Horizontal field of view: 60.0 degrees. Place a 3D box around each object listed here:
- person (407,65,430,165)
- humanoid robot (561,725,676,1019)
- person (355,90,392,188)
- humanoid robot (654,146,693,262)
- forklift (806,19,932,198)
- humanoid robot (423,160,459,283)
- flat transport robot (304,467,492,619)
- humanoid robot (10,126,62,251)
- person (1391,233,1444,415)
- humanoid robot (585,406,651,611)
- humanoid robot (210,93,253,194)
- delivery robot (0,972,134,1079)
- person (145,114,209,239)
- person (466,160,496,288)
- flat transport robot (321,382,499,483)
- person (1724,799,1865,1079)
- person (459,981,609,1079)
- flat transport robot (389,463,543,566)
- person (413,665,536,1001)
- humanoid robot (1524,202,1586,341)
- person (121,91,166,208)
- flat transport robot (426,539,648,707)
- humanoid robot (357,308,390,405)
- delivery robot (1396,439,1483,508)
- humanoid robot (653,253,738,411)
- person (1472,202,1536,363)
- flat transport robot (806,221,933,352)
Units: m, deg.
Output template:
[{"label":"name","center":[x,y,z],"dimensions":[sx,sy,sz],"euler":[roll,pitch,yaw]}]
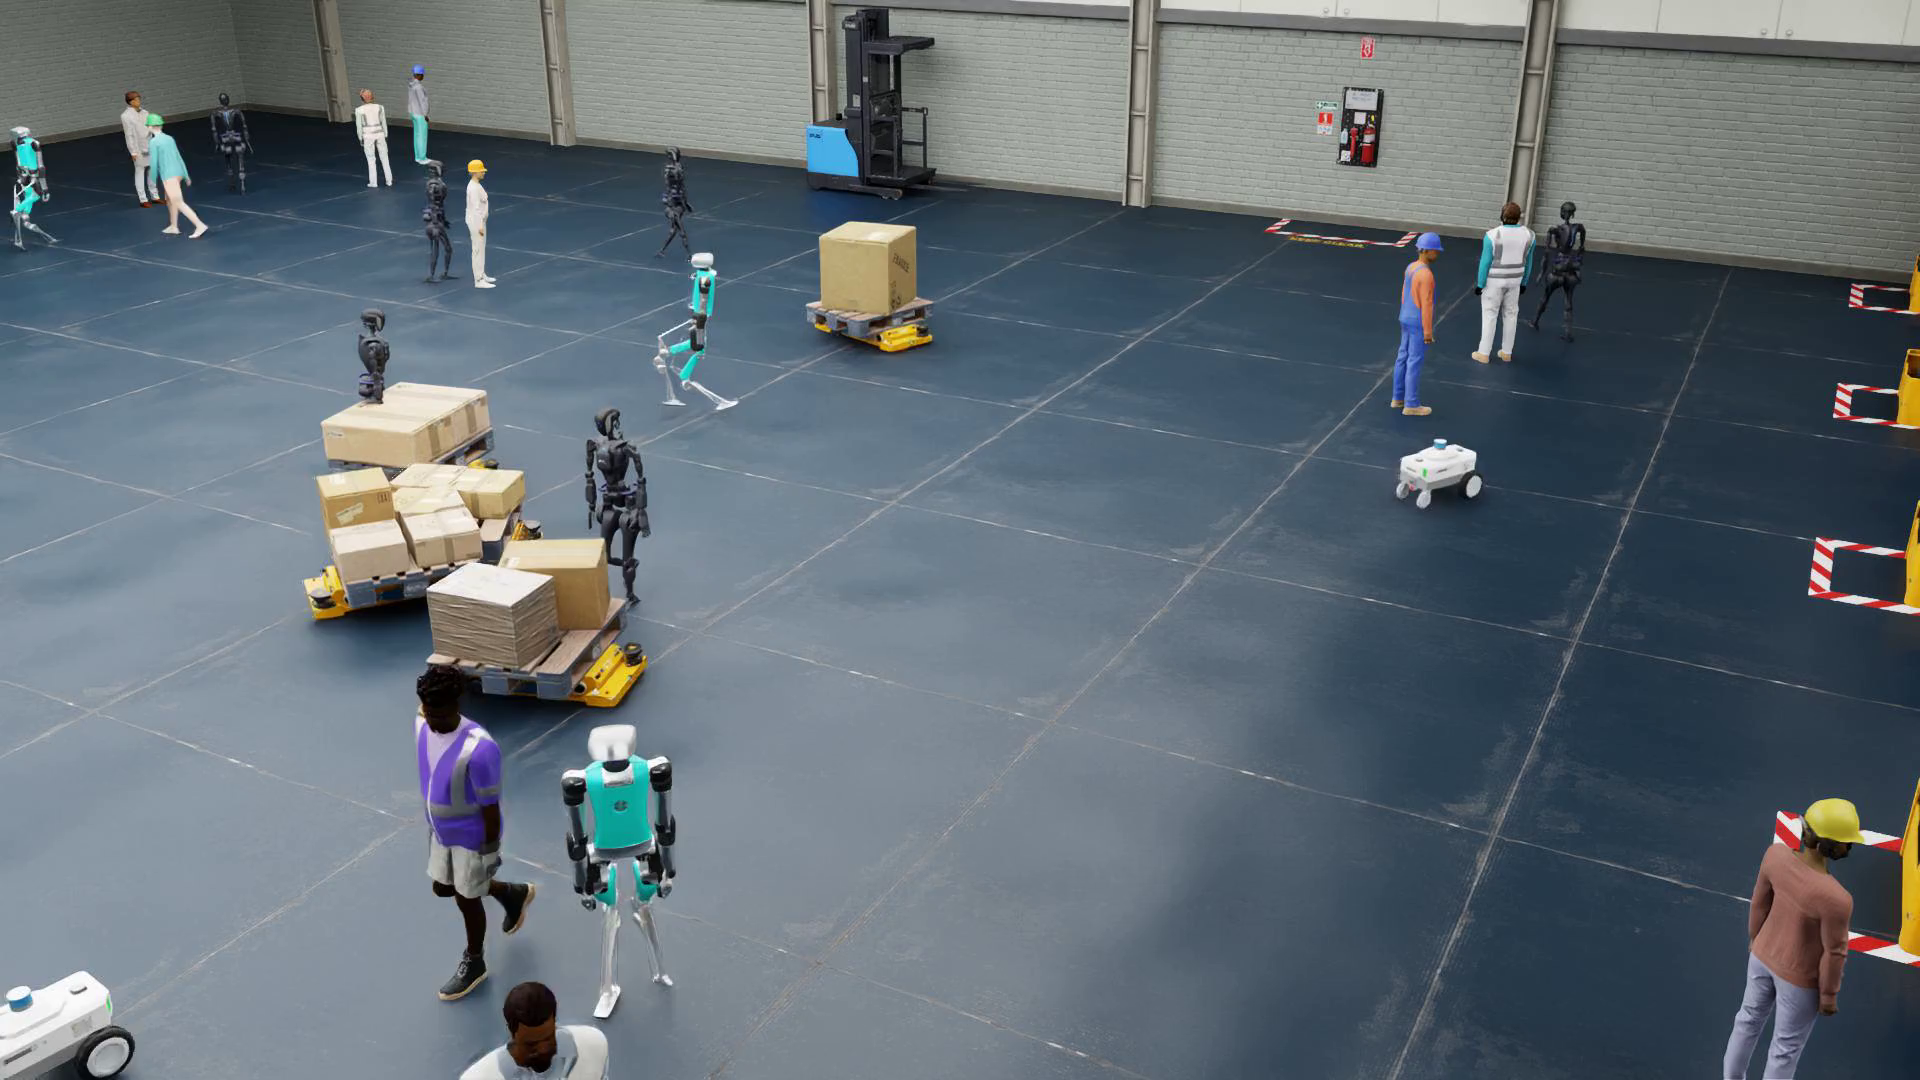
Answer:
[{"label":"person","center":[-9.833,-7.750,30.321],"dimensions":[0.396,1.765,0.511],"euler":[-14,27,-29]},{"label":"humanoid robot","center":[-1.734,1.634,8.515],"dimensions":[0.537,1.786,0.792],"euler":[-7,24,-16]},{"label":"person","center":[-10.007,-6.848,28.384],"dimensions":[0.512,1.633,0.316],"euler":[-15,27,-31]},{"label":"humanoid robot","center":[-4.037,-4.748,23.520],"dimensions":[0.780,1.642,0.589],"euler":[6,24,14]},{"label":"forklift","center":[-1.573,-7.292,27.850],"dimensions":[1.873,2.768,1.129],"euler":[12,26,25]},{"label":"humanoid robot","center":[-7.048,-4.299,22.401],"dimensions":[0.364,1.640,0.596],"euler":[-2,23,-5]},{"label":"flat transport robot","center":[-4.490,0.326,13.404],"dimensions":[1.431,0.231,0.659],"euler":[-11,26,-24]},{"label":"humanoid robot","center":[-13.635,-5.043,24.103],"dimensions":[0.542,1.778,1.024],"euler":[9,25,21]},{"label":"person","center":[4.772,-2.256,17.344],"dimensions":[0.371,1.905,0.519],"euler":[-5,24,-10]},{"label":"humanoid robot","center":[-2.629,-0.271,13.019],"dimensions":[0.606,1.647,0.437],"euler":[11,25,23]},{"label":"humanoid robot","center":[-12.225,-6.673,27.935],"dimensions":[0.589,1.633,0.646],"euler":[-9,25,-21]},{"label":"delivery robot","center":[-4.512,2.439,8.111],"dimensions":[0.499,0.586,0.773],"euler":[17,29,35]},{"label":"person","center":[-11.736,-5.449,24.890],"dimensions":[0.861,1.824,0.538],"euler":[4,24,9]},{"label":"person","center":[-6.406,-4.218,22.186],"dimensions":[0.348,1.688,0.463],"euler":[-5,24,-12]},{"label":"flat transport robot","center":[-5.088,-0.616,15.597],"dimensions":[1.431,0.231,0.659],"euler":[7,24,15]},{"label":"person","center":[3.851,1.970,7.686],"dimensions":[0.326,1.763,0.523],"euler":[-6,24,-14]},{"label":"person","center":[-1.605,2.452,6.414],"dimensions":[0.605,1.875,0.936],"euler":[-13,27,-28]},{"label":"flat transport robot","center":[-4.281,0.070,14.000],"dimensions":[1.431,0.231,0.659],"euler":[-2,23,-5]},{"label":"person","center":[-2.524,1.460,8.662],"dimensions":[0.600,1.933,0.619],"euler":[17,28,34]},{"label":"humanoid robot","center":[7.210,-3.255,19.989],"dimensions":[0.590,1.628,0.744],"euler":[-7,24,-15]},{"label":"person","center":[-13.217,-6.316,26.886],"dimensions":[0.366,1.836,0.503],"euler":[10,25,21]},{"label":"flat transport robot","center":[-3.057,0.926,12.008],"dimensions":[1.431,0.231,0.659],"euler":[4,24,10]},{"label":"humanoid robot","center":[-5.476,-1.354,15.548],"dimensions":[0.378,1.644,0.584],"euler":[-7,24,-16]},{"label":"delivery robot","center":[4.395,-0.637,15.276],"dimensions":[0.785,0.589,0.499],"euler":[-14,27,-29]},{"label":"humanoid robot","center":[-2.851,-2.093,17.207],"dimensions":[1.025,1.742,0.547],"euler":[-2,23,-6]},{"label":"person","center":[6.193,-2.941,19.018],"dimensions":[0.634,1.841,0.429],"euler":[-4,24,-9]},{"label":"flat transport robot","center":[-1.073,-2.562,20.127],"dimensions":[0.659,0.231,1.431],"euler":[-21,31,-40]}]
